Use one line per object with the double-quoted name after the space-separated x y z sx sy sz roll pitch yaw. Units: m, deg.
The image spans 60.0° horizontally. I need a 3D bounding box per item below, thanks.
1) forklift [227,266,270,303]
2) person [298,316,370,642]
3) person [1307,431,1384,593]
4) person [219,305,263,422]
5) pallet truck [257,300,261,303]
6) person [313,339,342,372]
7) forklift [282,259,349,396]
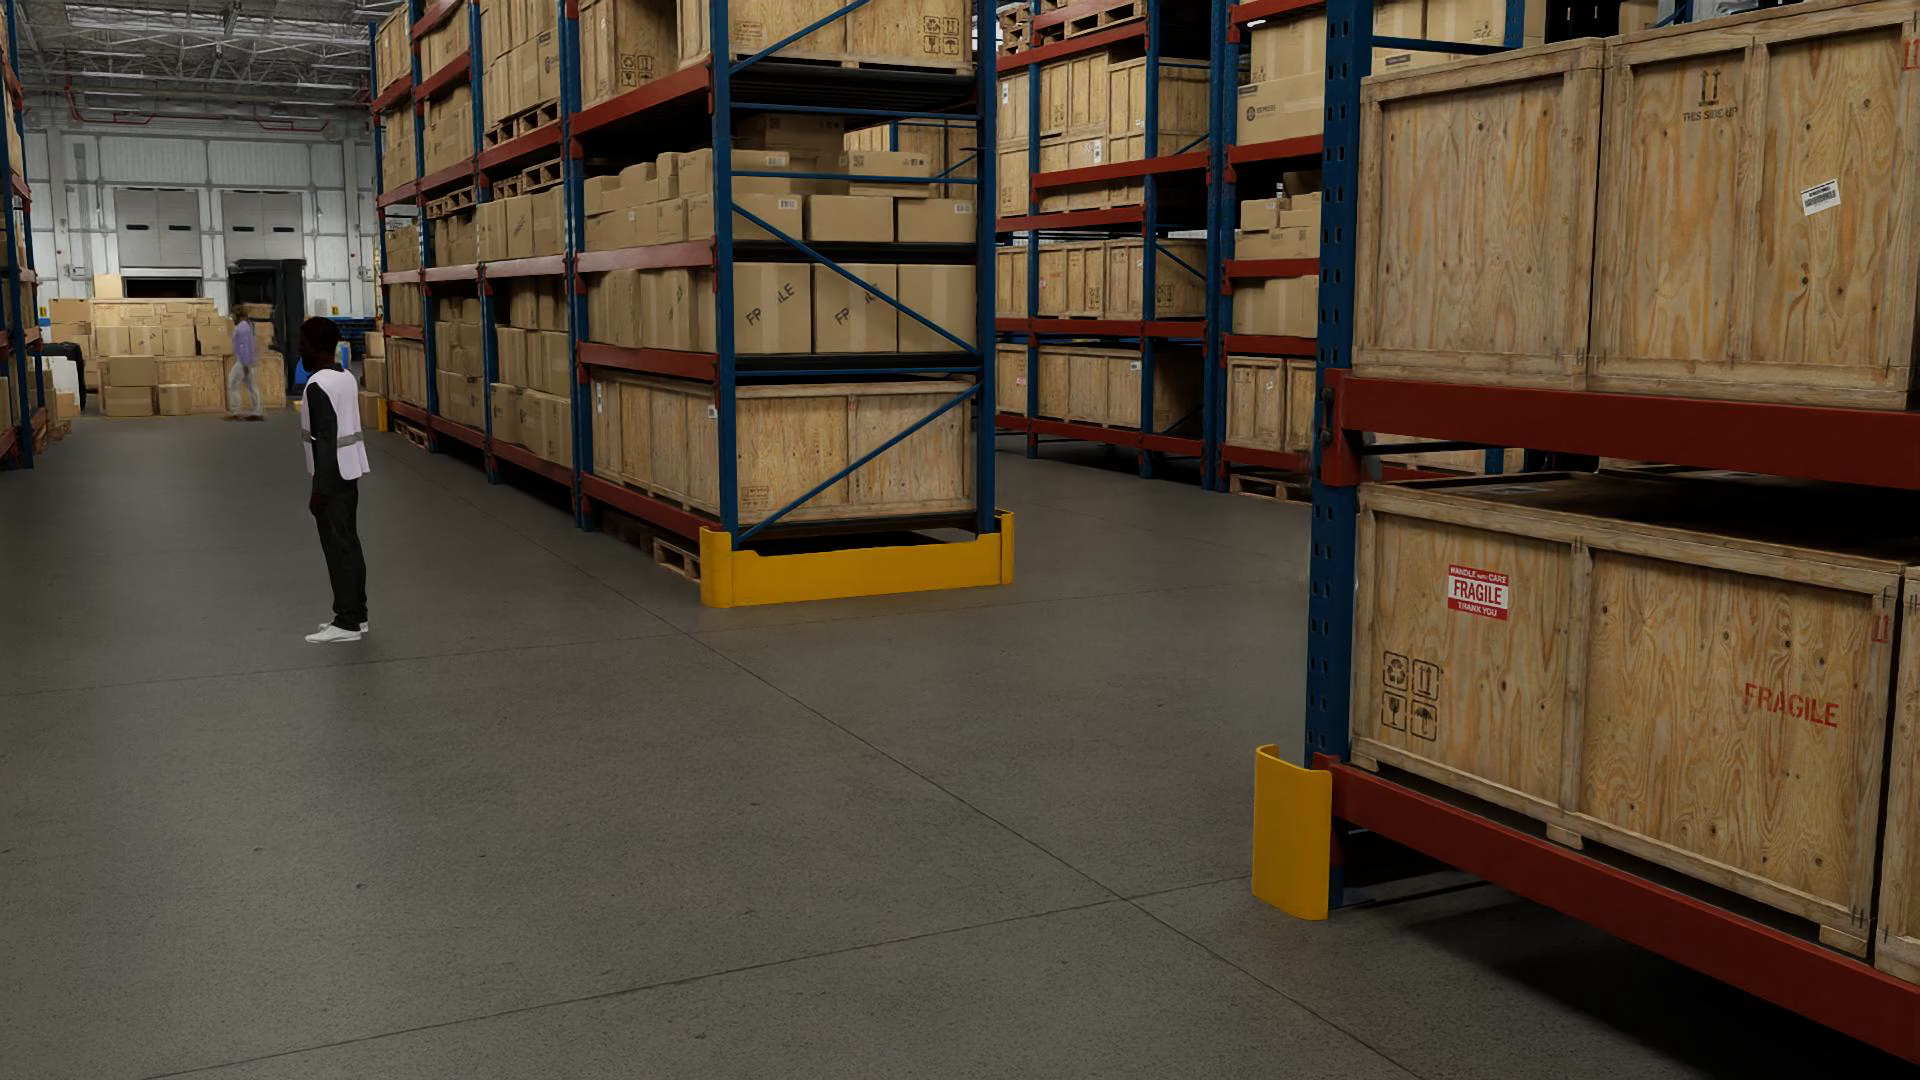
-17.722 -5.442 41.613 1.129 2.768 1.873 -6 10 -35 "forklift"
-3.701 -0.356 9.843 0.375 1.917 0.599 -1 8 -6 "person"
2.638 -0.389 11.111 0.729 1.602 0.535 -4 9 -28 "person"
-11.892 -2.887 27.318 0.812 1.906 0.652 -3 9 -18 "person"
-23.913 -7.404 58.171 1.885 1.965 0.823 -1 8 -9 "pallet truck"
-10.876 -2.926 28.591 0.534 1.615 0.389 0 8 2 "person"
-13.505 -4.315 33.843 1.873 2.768 1.129 -4 9 -27 "forklift"
